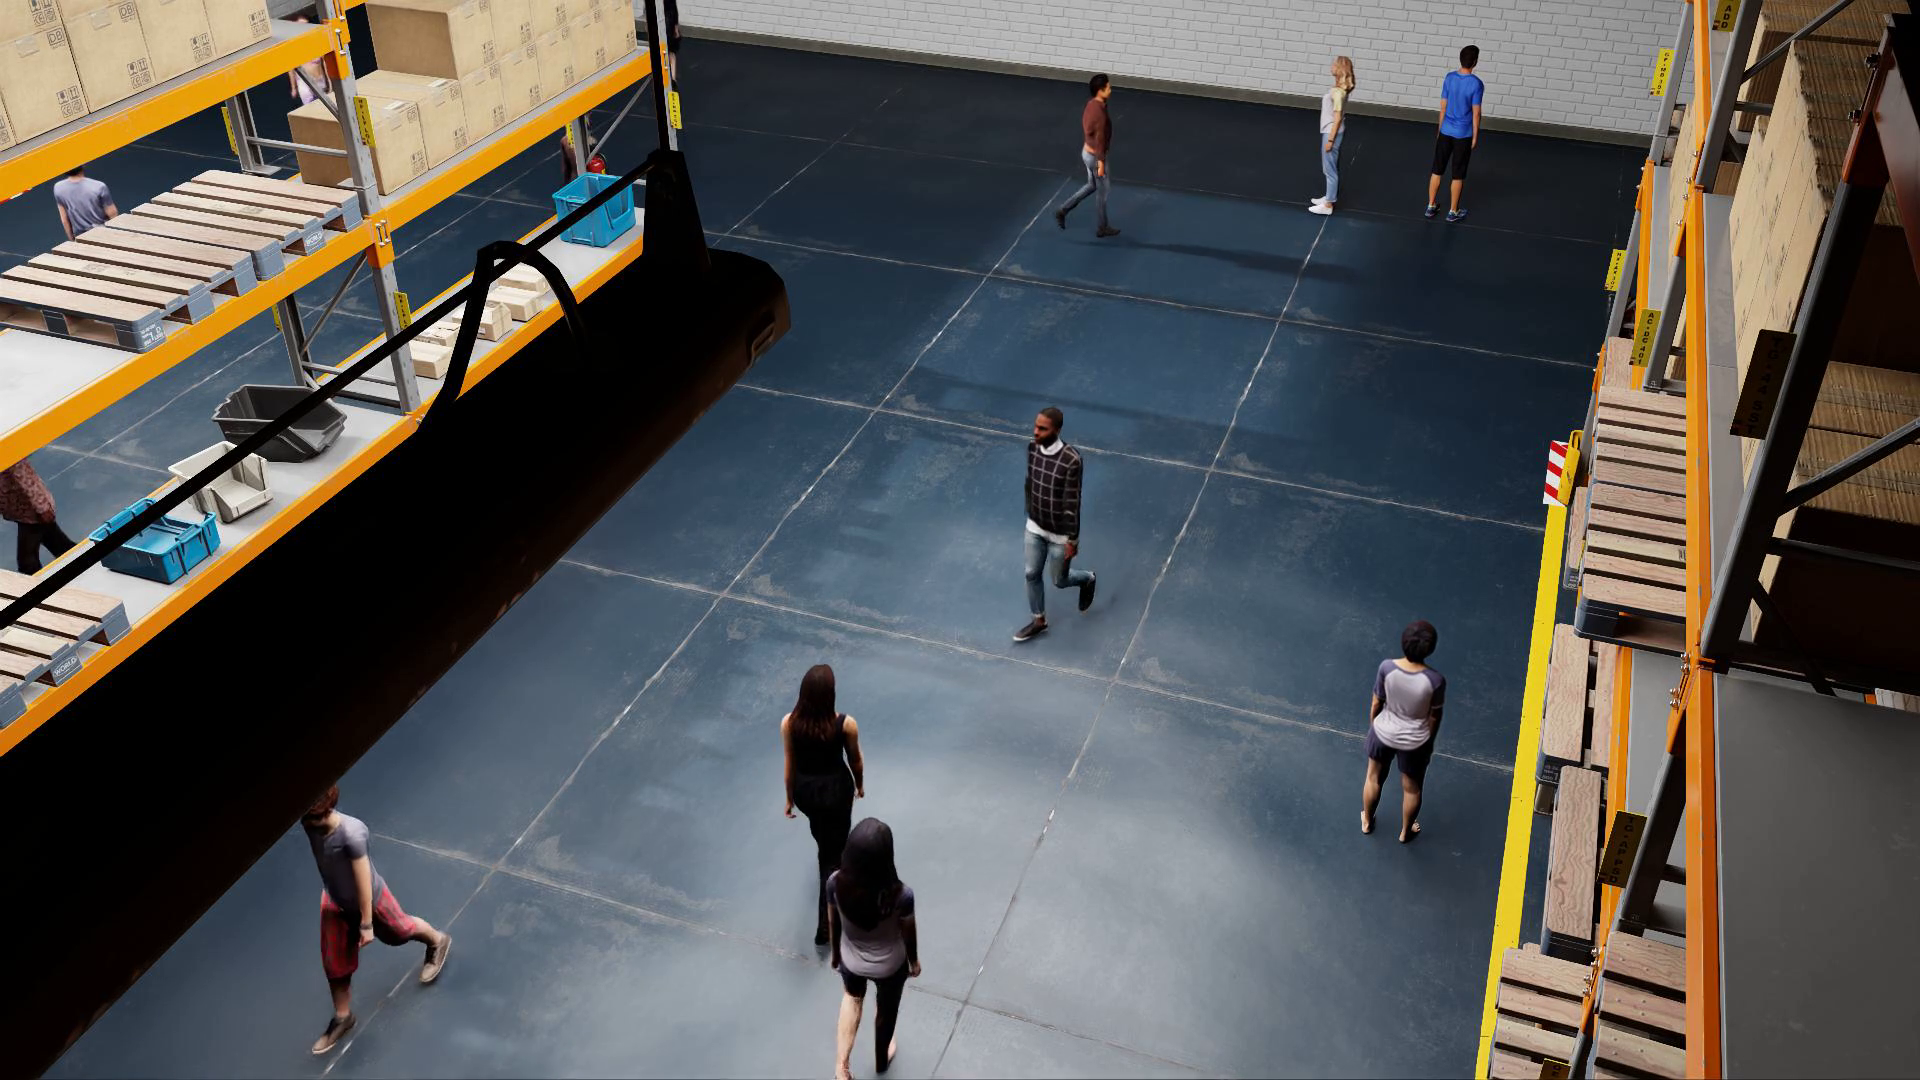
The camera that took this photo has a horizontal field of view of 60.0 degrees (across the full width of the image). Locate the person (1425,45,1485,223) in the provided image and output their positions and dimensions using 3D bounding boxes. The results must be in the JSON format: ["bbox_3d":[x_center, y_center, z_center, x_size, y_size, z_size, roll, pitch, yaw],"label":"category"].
[{"bbox_3d":[5.303,-4.349,17.790,0.679,1.869,0.671,25,41,32],"label":"person"}]

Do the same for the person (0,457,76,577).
[{"bbox_3d":[-6.513,-0.279,11.760,1.124,1.767,0.979,-29,43,-36],"label":"person"}]

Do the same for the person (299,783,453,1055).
[{"bbox_3d":[-3.079,1.841,8.707,0.652,1.614,1.153,14,36,20],"label":"person"}]

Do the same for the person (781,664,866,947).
[{"bbox_3d":[-0.770,1.489,9.215,0.778,1.639,1.211,3,34,5],"label":"person"}]

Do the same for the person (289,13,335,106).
[{"bbox_3d":[-7.520,-5.243,19.275,1.210,1.714,1.163,-16,37,-23],"label":"person"}]

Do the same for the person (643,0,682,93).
[{"bbox_3d":[-3.747,-6.394,20.993,0.854,1.729,0.972,-8,34,-12],"label":"person"}]

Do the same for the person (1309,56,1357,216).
[{"bbox_3d":[4.040,-4.366,17.947,0.684,1.723,0.480,10,35,15],"label":"person"}]

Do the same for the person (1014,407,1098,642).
[{"bbox_3d":[0.704,-0.131,11.504,0.903,1.803,1.076,28,43,35],"label":"person"}]

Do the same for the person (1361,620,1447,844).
[{"bbox_3d":[2.613,1.129,9.823,0.584,1.565,0.553,15,37,21],"label":"person"}]

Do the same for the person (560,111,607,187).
[{"bbox_3d":[-3.769,-3.442,16.586,0.623,1.691,0.559,13,36,19],"label":"person"}]

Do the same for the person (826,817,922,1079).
[{"bbox_3d":[-0.457,2.116,8.224,0.633,1.692,0.766,9,35,13],"label":"person"}]

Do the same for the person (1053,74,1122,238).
[{"bbox_3d":[1.343,-3.982,17.331,1.009,1.766,1.024,-6,34,-9],"label":"person"}]
